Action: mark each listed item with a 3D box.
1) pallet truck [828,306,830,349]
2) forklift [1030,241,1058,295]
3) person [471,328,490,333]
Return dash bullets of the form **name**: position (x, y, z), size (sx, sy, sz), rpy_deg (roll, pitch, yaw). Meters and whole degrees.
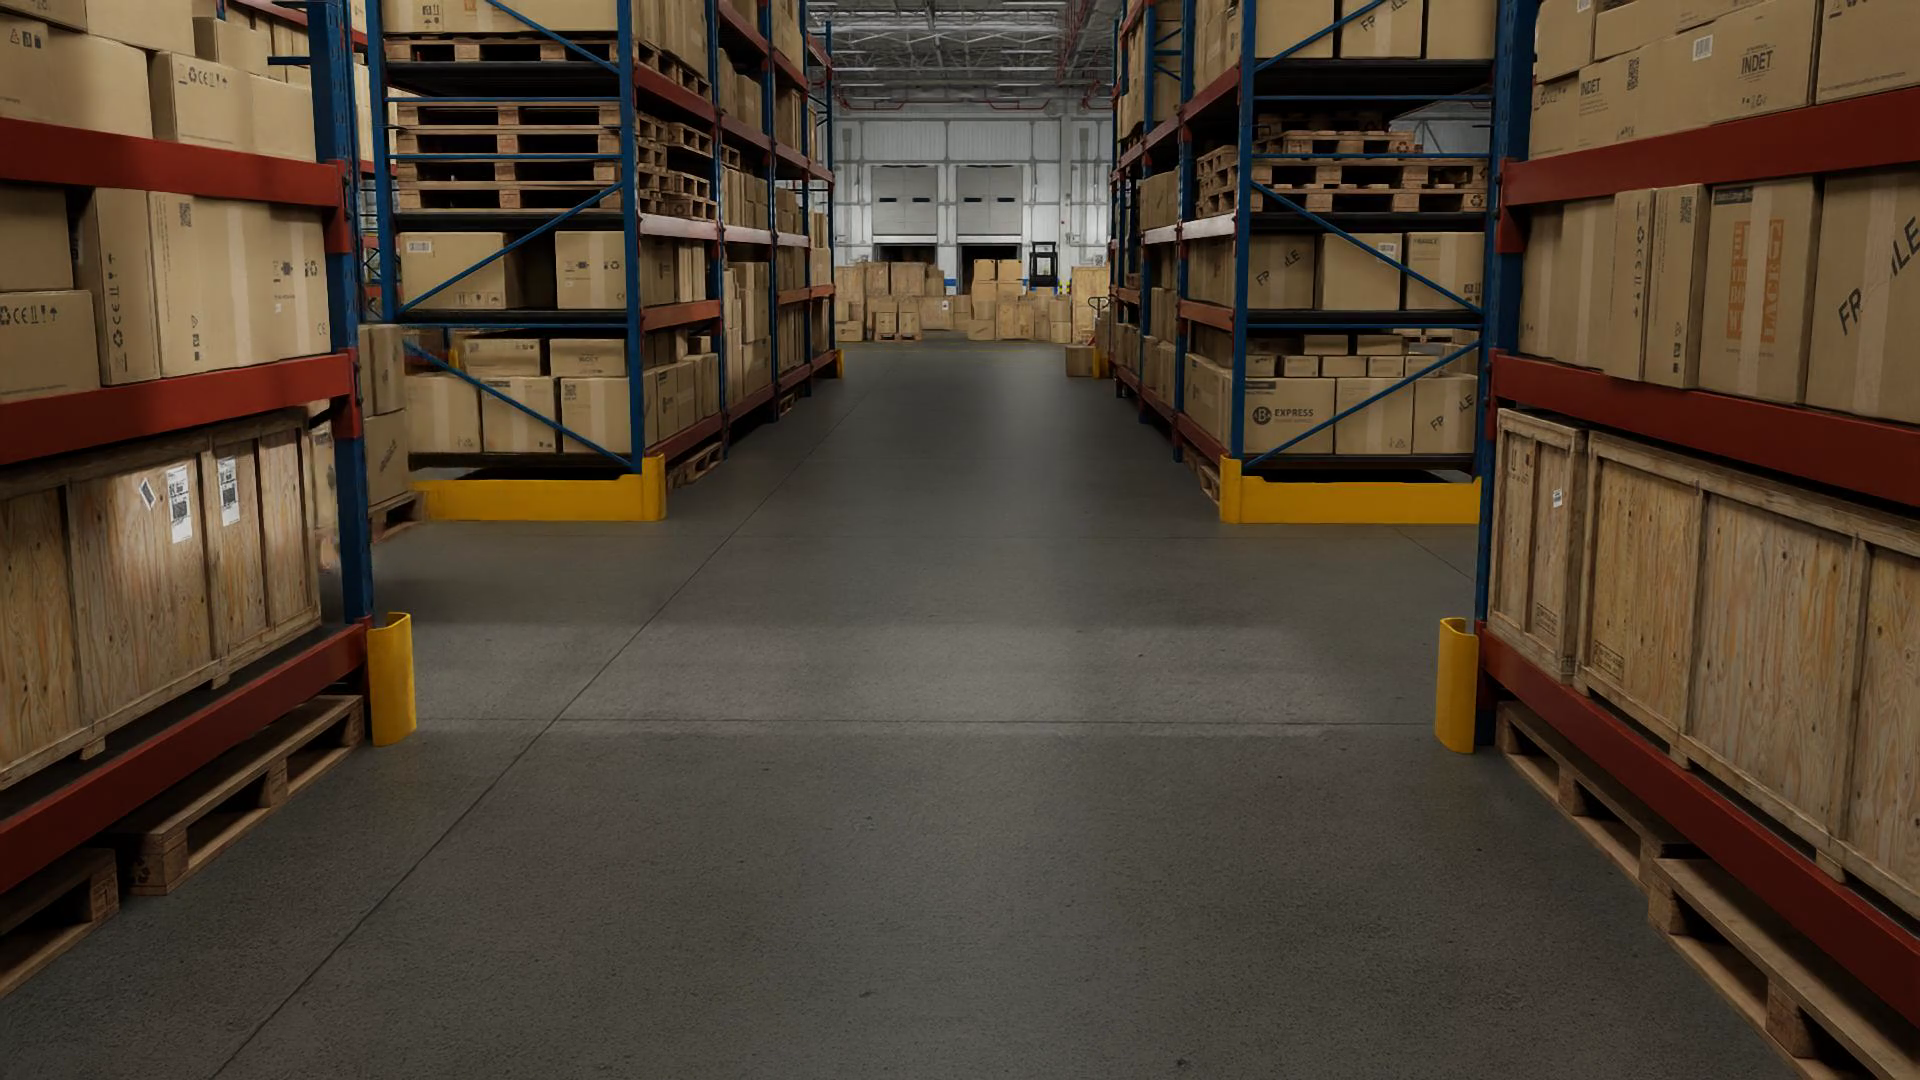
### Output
- **pallet truck**: position (-3.100, -3.940, 29.800), size (1.885, 1.965, 0.823), rpy_deg (3, 10, 19)
- **forklift**: position (3.224, -10.092, 64.012), size (1.129, 2.768, 1.873), rpy_deg (0, 9, 1)
- **person**: position (-9.635, -4.371, 33.476), size (0.366, 1.623, 0.534), rpy_deg (4, 10, 24)
